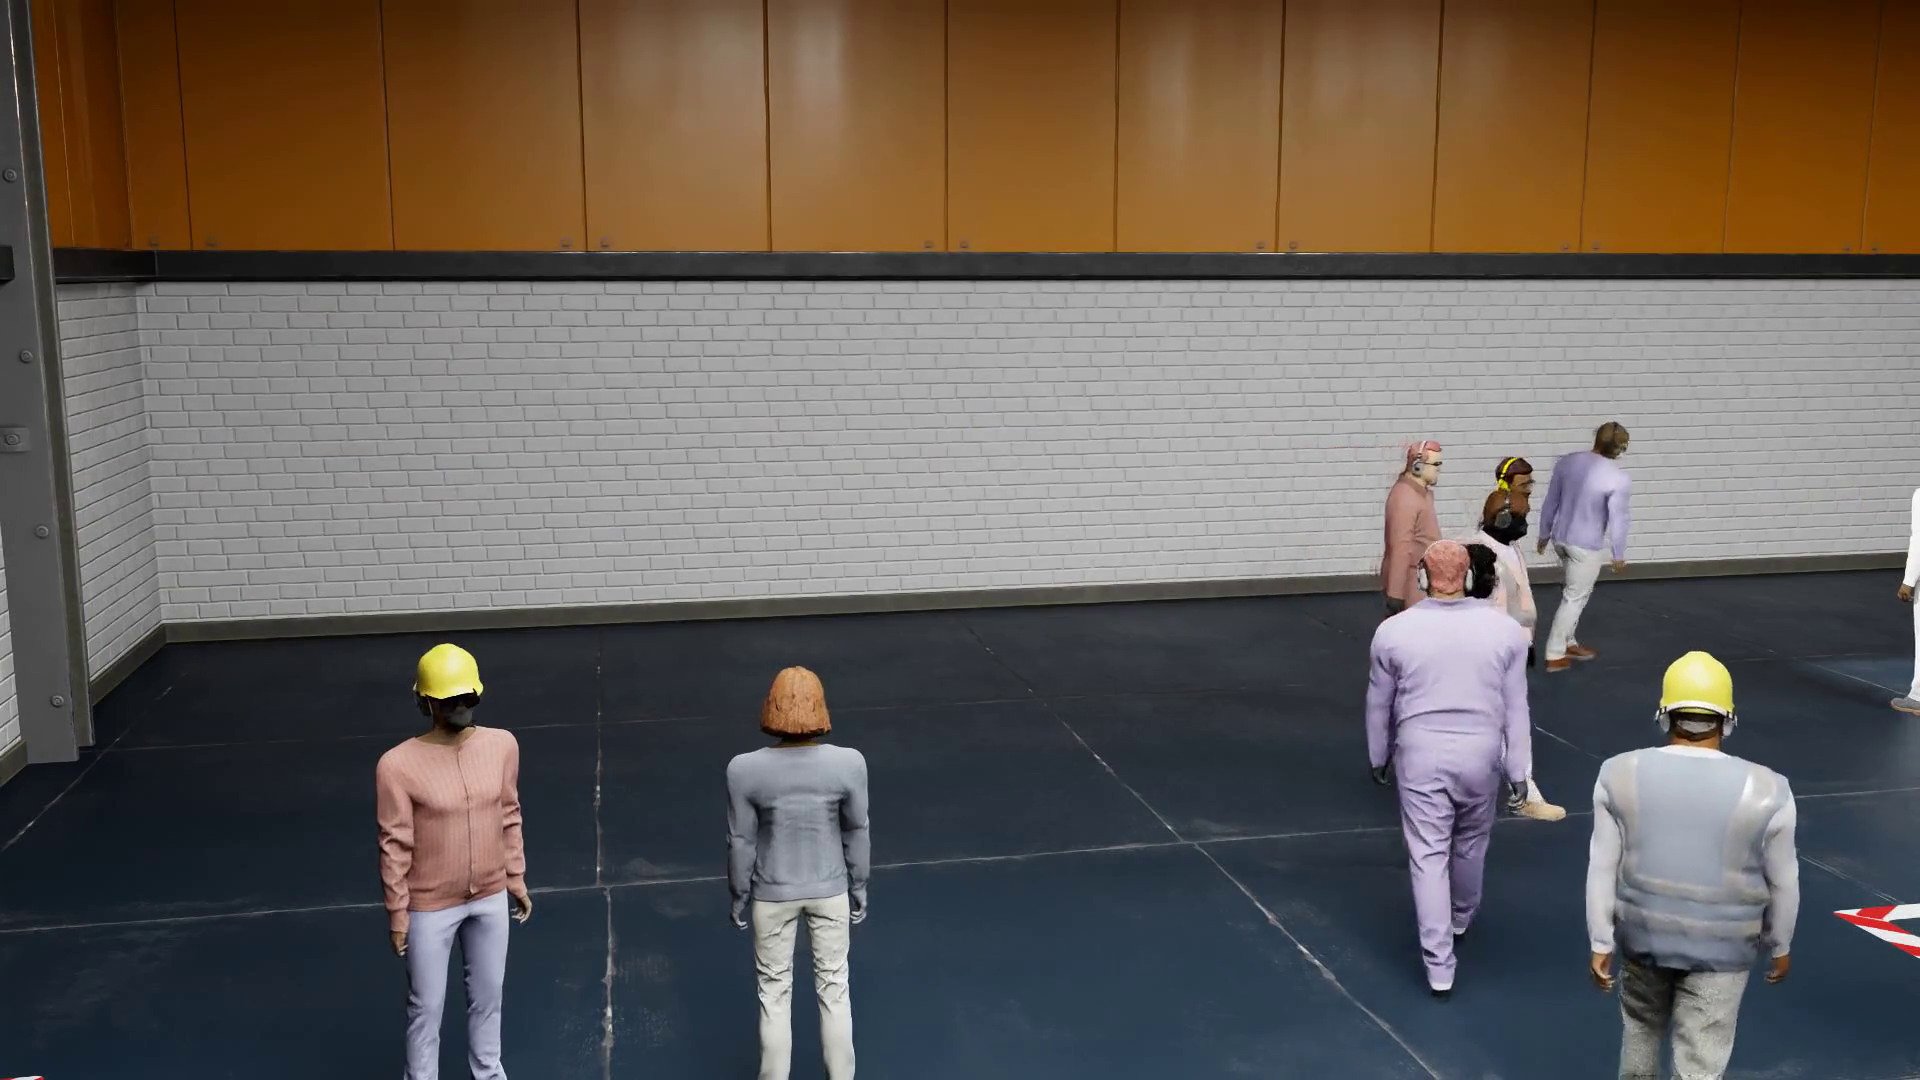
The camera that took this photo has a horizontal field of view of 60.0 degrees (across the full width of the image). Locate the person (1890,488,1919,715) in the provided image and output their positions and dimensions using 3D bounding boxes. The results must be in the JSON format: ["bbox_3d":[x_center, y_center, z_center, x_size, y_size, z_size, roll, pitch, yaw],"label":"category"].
[{"bbox_3d":[6.582,0.247,11.153,0.581,1.882,0.351,-2,10,-12],"label":"person"}]

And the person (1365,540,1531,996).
[{"bbox_3d":[2.066,0.919,7.122,0.655,1.854,0.980,2,9,9],"label":"person"}]

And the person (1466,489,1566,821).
[{"bbox_3d":[2.918,0.599,9.290,0.922,1.801,0.631,5,10,27],"label":"person"}]

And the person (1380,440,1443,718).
[{"bbox_3d":[3.005,0.279,10.960,0.471,1.884,0.638,2,10,12],"label":"person"}]

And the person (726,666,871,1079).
[{"bbox_3d":[-0.562,1.245,5.824,0.505,1.633,0.279,-2,10,-12],"label":"person"}]

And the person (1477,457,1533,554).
[{"bbox_3d":[3.367,0.401,10.316,0.416,1.849,0.645,8,12,41],"label":"person"}]

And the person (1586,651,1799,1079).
[{"bbox_3d":[2.352,1.243,5.332,0.591,1.804,0.746,6,11,34],"label":"person"}]

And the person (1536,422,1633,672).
[{"bbox_3d":[4.651,0.054,12.334,0.632,1.885,0.716,-4,10,-21],"label":"person"}]

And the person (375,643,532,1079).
[{"bbox_3d":[-1.694,1.213,5.623,0.311,1.768,0.531,9,13,43],"label":"person"}]

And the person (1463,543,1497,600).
[{"bbox_3d":[2.471,0.847,8.087,0.485,1.678,0.563,1,9,3],"label":"person"}]
